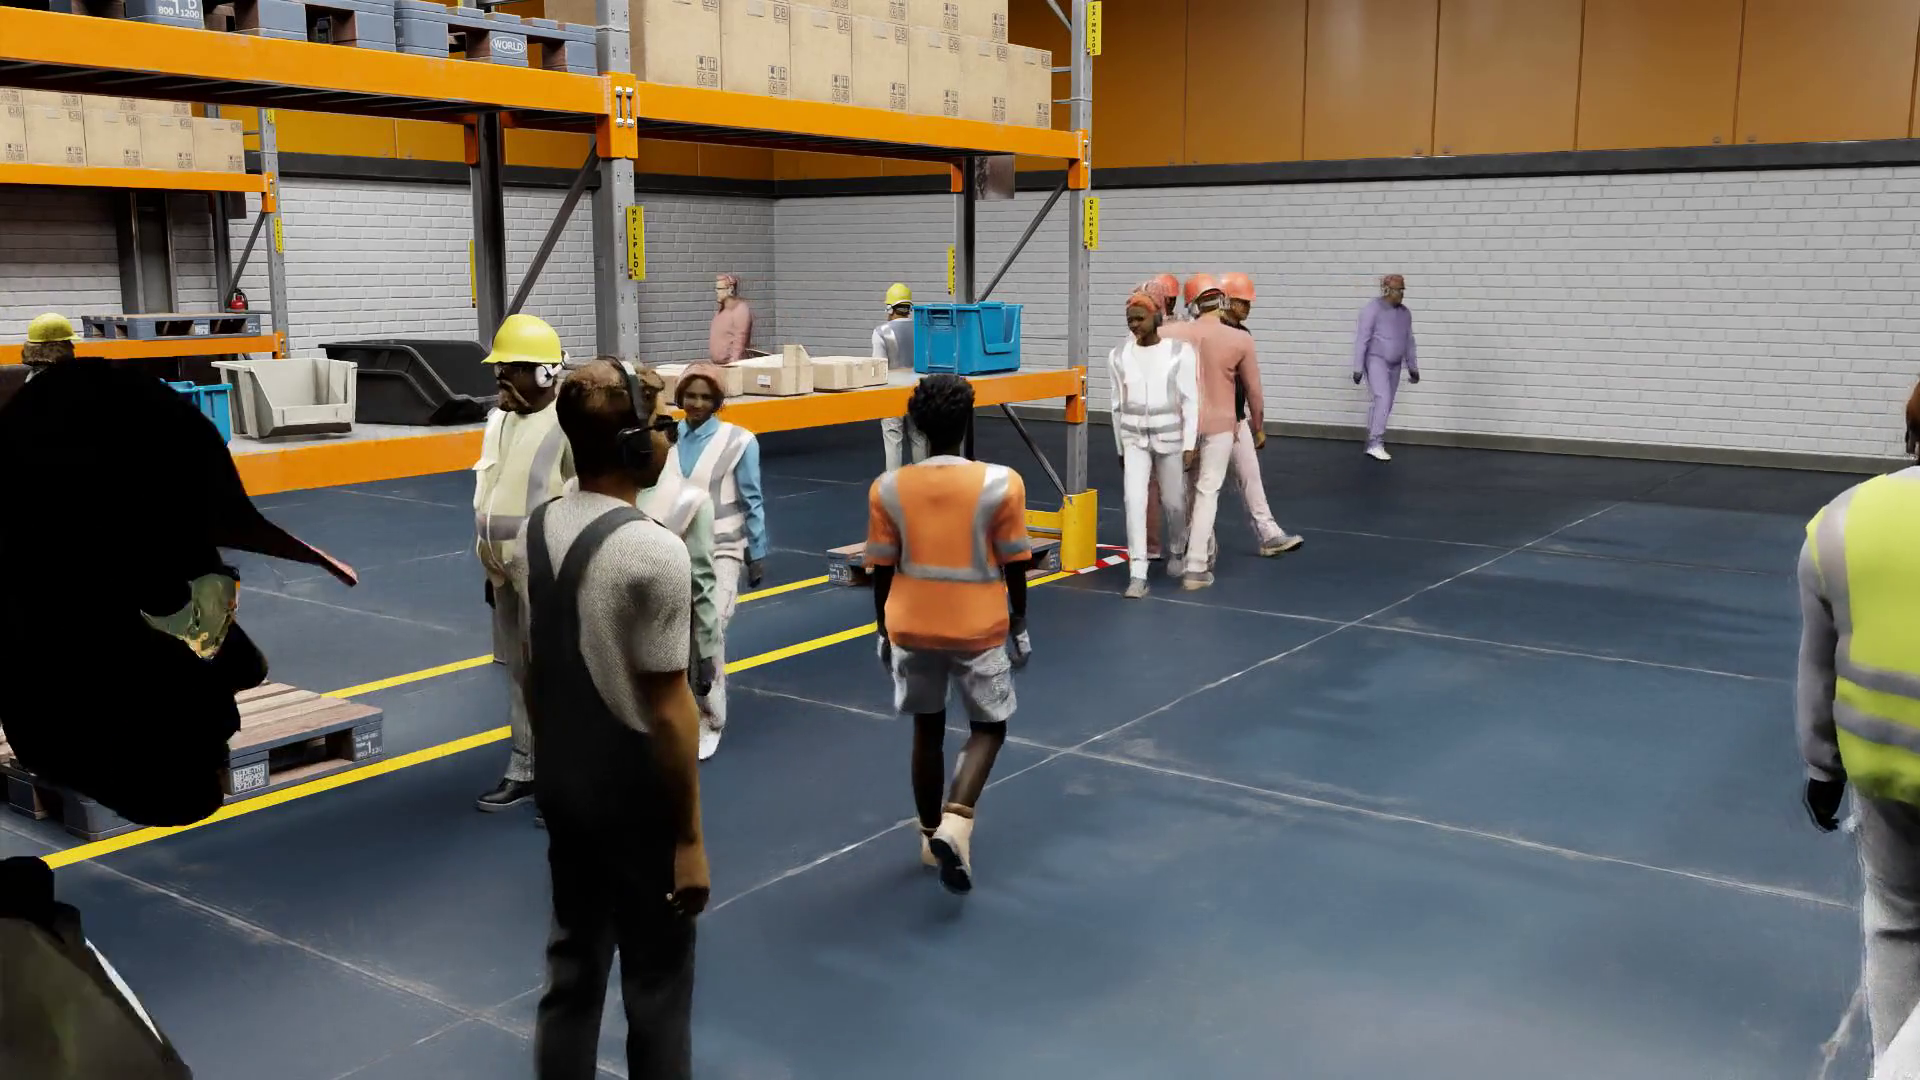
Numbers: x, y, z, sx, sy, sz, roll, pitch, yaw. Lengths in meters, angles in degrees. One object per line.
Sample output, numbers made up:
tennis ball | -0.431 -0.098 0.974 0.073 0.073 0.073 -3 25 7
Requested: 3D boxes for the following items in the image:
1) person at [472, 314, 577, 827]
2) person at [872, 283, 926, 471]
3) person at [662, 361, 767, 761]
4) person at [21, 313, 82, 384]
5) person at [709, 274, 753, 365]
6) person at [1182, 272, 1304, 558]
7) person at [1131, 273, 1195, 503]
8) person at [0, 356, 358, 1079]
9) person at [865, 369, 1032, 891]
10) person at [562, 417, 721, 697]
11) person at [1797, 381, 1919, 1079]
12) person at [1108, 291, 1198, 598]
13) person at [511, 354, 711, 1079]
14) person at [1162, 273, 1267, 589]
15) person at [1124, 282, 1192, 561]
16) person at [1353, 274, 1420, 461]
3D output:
person | -1.528 0.111 5.992 0.589 1.834 0.403 7 12 36
person | -0.504 -1.226 13.959 0.586 1.833 0.403 -7 12 -34
person | -1.087 0.087 6.777 0.534 1.614 0.595 4 10 21
person | -4.854 -0.349 9.001 0.295 1.744 0.485 -9 13 -43
person | -2.345 -1.703 16.628 0.503 1.891 0.655 -7 12 -35
person | 1.855 -0.829 11.257 0.604 1.935 1.001 -8 13 -41
person | 1.684 -1.251 13.840 0.557 1.919 0.452 1 10 5
person | -0.614 0.856 1.006 0.757 2.024 0.611 -7 12 -38
person | -0.053 0.299 5.313 0.540 1.679 0.568 2 10 14
person | -0.997 0.341 5.218 0.536 1.623 0.423 2 10 10
person | 2.115 0.516 3.606 0.722 1.824 0.654 -5 11 -27
person | 1.207 -0.613 10.284 0.586 1.849 0.963 3 10 18
person | -0.683 0.542 3.411 0.509 1.844 0.361 8 12 38
person | 1.587 -0.701 10.508 0.635 1.930 0.980 5 11 26
person | 1.326 -0.777 11.123 0.656 1.885 0.475 -7 12 -35
person | 4.372 -1.749 16.920 0.670 1.880 0.667 -7 12 -36
